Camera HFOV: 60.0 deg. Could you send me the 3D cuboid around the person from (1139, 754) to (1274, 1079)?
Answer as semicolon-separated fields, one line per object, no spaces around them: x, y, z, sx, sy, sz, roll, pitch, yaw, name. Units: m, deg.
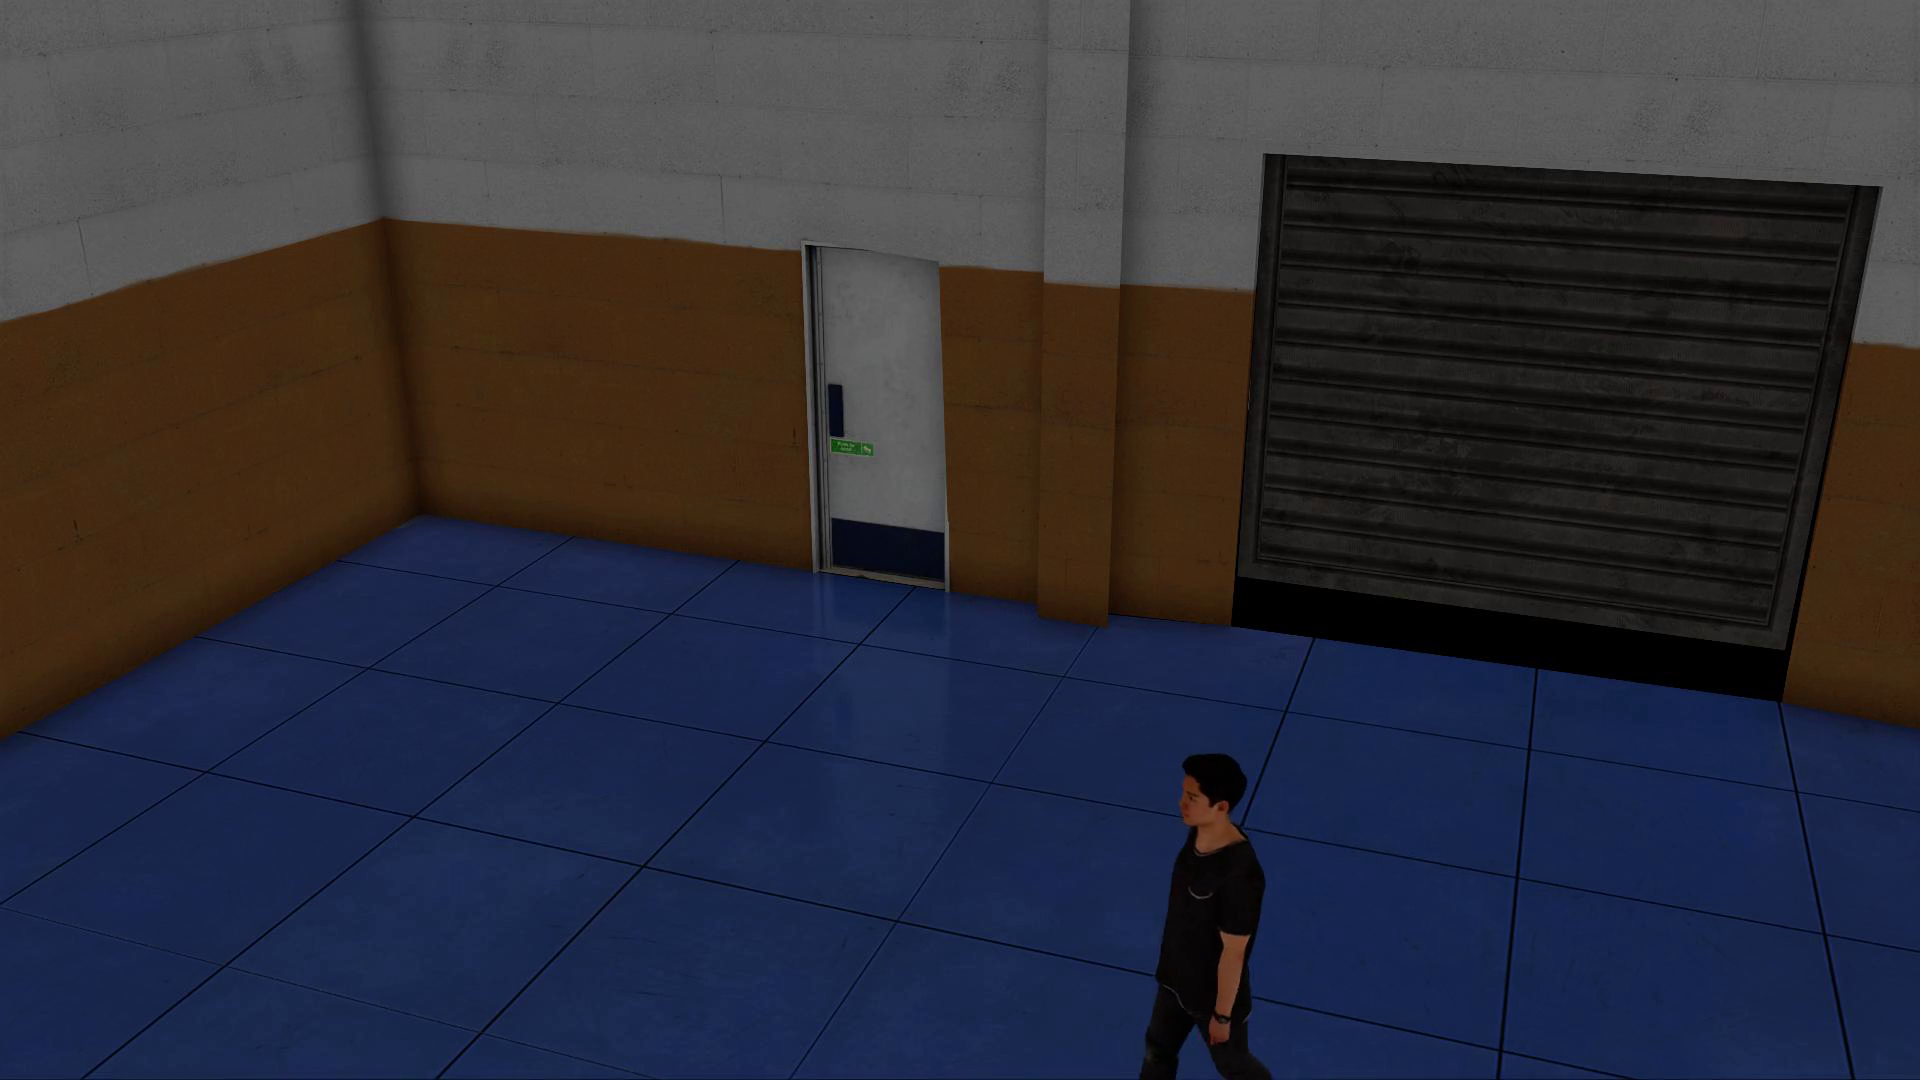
0.958;1.539;5.933;1.139;1.683;1.007;-6;23;-15;person
